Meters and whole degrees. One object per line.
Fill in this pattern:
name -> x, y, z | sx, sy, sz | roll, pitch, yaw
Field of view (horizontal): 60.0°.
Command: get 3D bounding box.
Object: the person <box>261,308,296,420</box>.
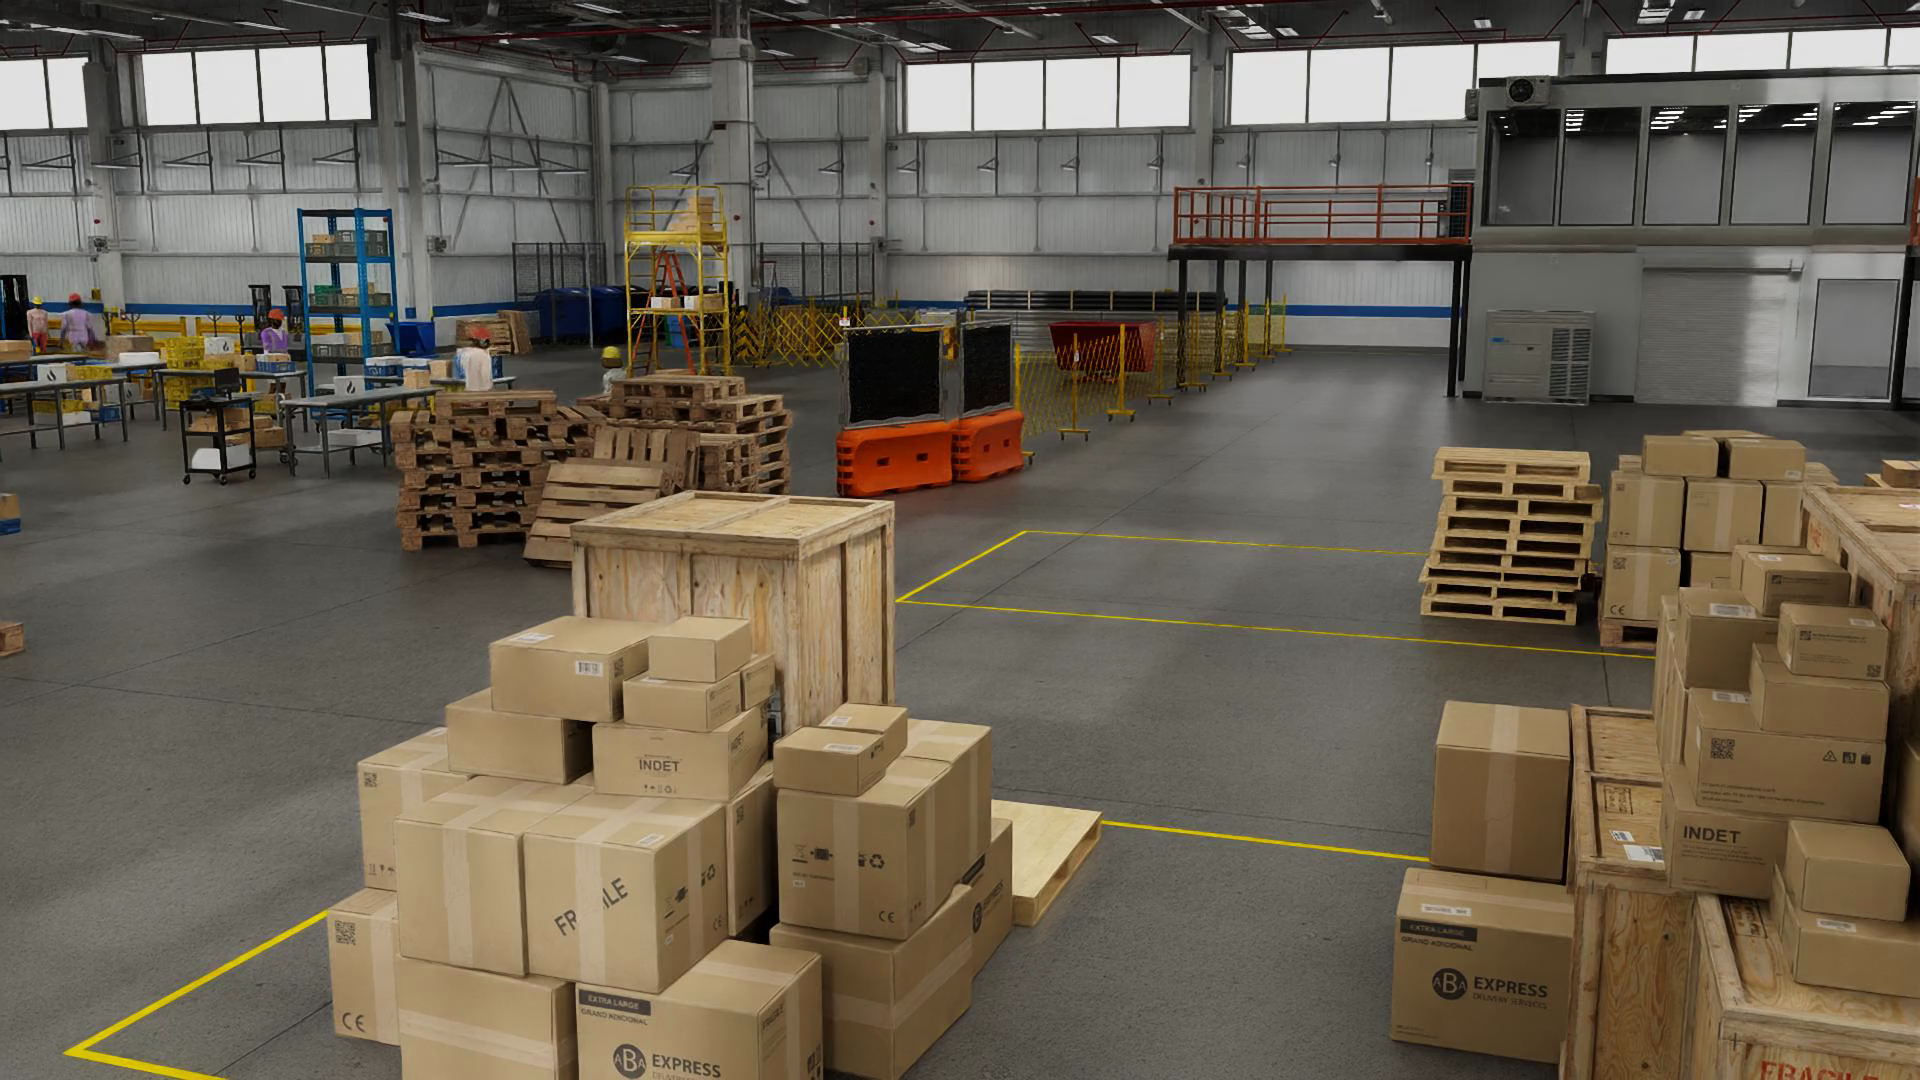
person -> -11.885, -3.067, 28.994 | 0.350, 1.941, 0.545 | 4, 11, 20

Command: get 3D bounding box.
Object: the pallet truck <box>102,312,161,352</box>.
pallet truck -> -23.057, -5.777, 46.261 | 0.680, 1.201, 1.601 | 3, 11, 19

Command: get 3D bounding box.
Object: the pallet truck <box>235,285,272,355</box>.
pallet truck -> -18.327, -5.835, 44.421 | 0.823, 1.965, 1.885 | 4, 11, 23

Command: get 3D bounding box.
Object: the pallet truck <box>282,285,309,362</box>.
pallet truck -> -17.147, -5.700, 43.663 | 0.823, 1.965, 1.885 | 3, 11, 17

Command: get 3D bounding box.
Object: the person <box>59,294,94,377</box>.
person -> -18.902, -4.278, 35.677 | 1.030, 2.003, 0.627 | 6, 12, 33

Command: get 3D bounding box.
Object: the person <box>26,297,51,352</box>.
person -> -22.687, -5.104, 40.981 | 0.327, 1.760, 0.523 | 6, 12, 30

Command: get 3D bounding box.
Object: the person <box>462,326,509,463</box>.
person -> -6.420, -1.913, 22.486 | 0.642, 1.937, 1.008 | 8, 13, 39

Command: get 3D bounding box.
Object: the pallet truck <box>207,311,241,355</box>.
pallet truck -> -19.537, -5.575, 44.913 | 0.653, 1.274, 1.630 | 3, 11, 19

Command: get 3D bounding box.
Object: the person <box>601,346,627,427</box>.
person -> -4.448, -1.619, 21.390 | 0.290, 1.746, 0.486 | 3, 11, 16

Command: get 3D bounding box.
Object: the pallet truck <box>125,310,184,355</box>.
pallet truck -> -22.038, -5.665, 45.457 | 0.704, 1.261, 1.522 | 3, 11, 17

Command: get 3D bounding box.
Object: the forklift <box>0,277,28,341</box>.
forklift -> -27.151, -6.329, 46.328 | 1.157, 1.987, 2.680 | 3, 11, 17
